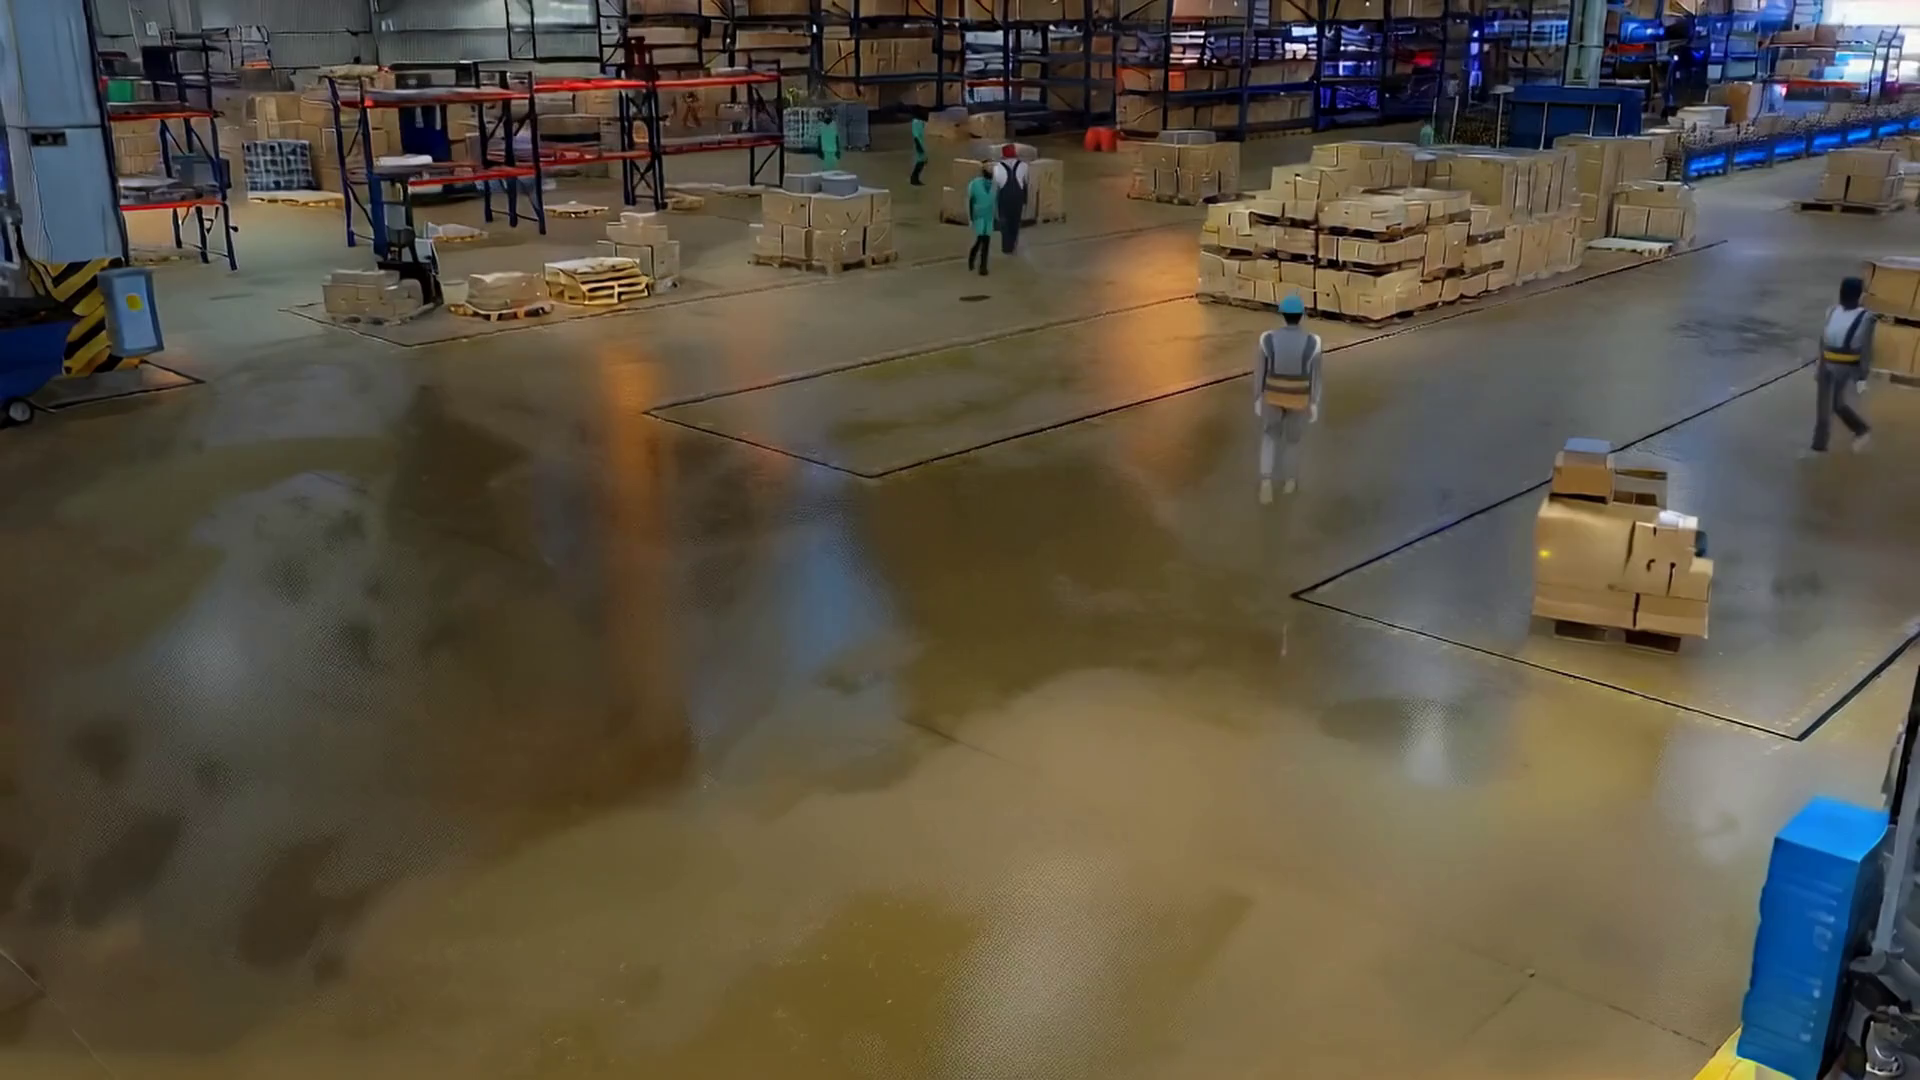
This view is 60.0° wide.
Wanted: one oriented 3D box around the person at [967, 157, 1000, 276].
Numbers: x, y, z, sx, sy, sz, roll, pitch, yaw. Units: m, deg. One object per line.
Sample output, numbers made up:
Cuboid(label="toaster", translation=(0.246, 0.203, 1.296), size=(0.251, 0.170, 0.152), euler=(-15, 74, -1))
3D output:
Cuboid(label="person", translation=(0.402, -5.292, 27.234), size=(0.577, 1.913, 0.454), euler=(-8, 20, -23))

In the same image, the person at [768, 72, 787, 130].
Cuboid(label="person", translation=(-6.050, -14.636, 55.439), size=(0.952, 1.888, 0.618), euler=(-13, 22, -33))

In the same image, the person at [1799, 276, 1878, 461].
Cuboid(label="person", translation=(8.769, -1.690, 16.461), size=(0.618, 1.866, 0.582), euler=(-4, 19, -12))

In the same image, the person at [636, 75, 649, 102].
Cuboid(label="person", translation=(-10.111, -13.800, 52.872), size=(0.636, 1.924, 0.634), euler=(5, 19, 15))

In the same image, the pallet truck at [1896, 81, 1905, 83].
Cuboid(label="pallet truck", translation=(34.802, -16.331, 61.455), size=(0.653, 1.274, 1.630), euler=(17, 25, 41))

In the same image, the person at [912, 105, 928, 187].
Cuboid(label="person", translation=(-0.968, -9.308, 39.318), size=(0.442, 1.924, 0.646), euler=(5, 19, 14))

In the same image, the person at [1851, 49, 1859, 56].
Cuboid(label="person", translation=(40.193, -21.155, 74.901), size=(0.609, 1.996, 0.383), euler=(-11, 21, -30))

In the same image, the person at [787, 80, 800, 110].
Cuboid(label="person", translation=(-5.502, -14.359, 54.984), size=(0.514, 1.640, 0.310), euler=(11, 21, 29))

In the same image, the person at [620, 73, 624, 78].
Cuboid(label="person", translation=(-10.592, -13.660, 52.322), size=(0.376, 1.995, 0.611), euler=(9, 20, 24))

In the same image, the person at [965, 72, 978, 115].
Cuboid(label="person", translation=(0.363, -15.768, 59.157), size=(0.569, 1.671, 0.546), euler=(-16, 24, -39))

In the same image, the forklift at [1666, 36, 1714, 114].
Cuboid(label="forklift", translation=(27.341, -17.291, 61.877), size=(1.129, 2.768, 1.873), euler=(17, 25, 41))

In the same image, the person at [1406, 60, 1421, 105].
Cuboid(label="person", translation=(17.583, -17.622, 64.449), size=(0.932, 1.863, 0.674), euler=(-16, 24, -39))

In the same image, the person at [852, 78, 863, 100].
Cuboid(label="person", translation=(-3.157, -13.220, 51.187), size=(0.445, 1.915, 0.607), euler=(4, 19, 12))

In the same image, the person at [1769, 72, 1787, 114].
Cuboid(label="person", translation=(25.557, -13.576, 51.988), size=(0.369, 2.048, 0.607), euler=(-7, 20, -21))

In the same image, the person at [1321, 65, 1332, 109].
Cuboid(label="person", translation=(13.835, -16.953, 62.603), size=(0.525, 1.769, 0.313), euler=(13, 22, 34))

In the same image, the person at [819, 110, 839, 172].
Cuboid(label="person", translation=(-2.983, -9.027, 38.624), size=(0.574, 1.826, 0.868), euler=(-11, 21, -29))

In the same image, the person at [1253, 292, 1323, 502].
Cuboid(label="person", translation=(2.974, -1.298, 15.203), size=(0.616, 1.920, 0.850), euler=(5, 19, 16))

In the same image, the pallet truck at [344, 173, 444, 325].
Cuboid(label="pallet truck", translation=(-8.209, -4.181, 23.757), size=(0.823, 1.965, 1.885), euler=(3, 19, 9))

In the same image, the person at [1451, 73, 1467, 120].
Cuboid(label="person", translation=(17.865, -15.952, 59.767), size=(0.543, 1.651, 0.807), euler=(-5, 19, -16))

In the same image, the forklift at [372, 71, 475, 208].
Cuboid(label="forklift", translation=(-11.726, -8.698, 35.987), size=(1.129, 2.768, 1.873), euler=(12, 22, 32))

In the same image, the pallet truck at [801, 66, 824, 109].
Cuboid(label="pallet truck", translation=(-4.812, -15.182, 56.903), size=(0.823, 1.965, 1.885), euler=(-9, 21, -26))

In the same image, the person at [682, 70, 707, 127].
Cuboid(label="person", translation=(-9.116, -14.995, 56.530), size=(1.012, 1.881, 0.565), euler=(11, 22, 31))

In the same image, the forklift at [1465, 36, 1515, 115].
Cuboid(label="forklift", translation=(19.973, -17.201, 61.605), size=(1.873, 2.768, 1.129), euler=(16, 24, 40))

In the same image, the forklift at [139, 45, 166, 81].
Cuboid(label="forklift", translation=(-25.287, -14.121, 52.325), size=(1.129, 2.768, 1.873), euler=(17, 25, 41))

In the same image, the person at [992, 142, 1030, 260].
Cuboid(label="person", translation=(0.834, -5.960, 29.050), size=(0.700, 2.000, 1.028), euler=(-4, 19, -11))

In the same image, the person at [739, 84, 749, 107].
Cuboid(label="person", translation=(-7.038, -14.065, 54.066), size=(0.864, 1.649, 0.542), euler=(2, 18, 5))

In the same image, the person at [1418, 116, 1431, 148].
Cuboid(label="person", translation=(11.258, -9.480, 40.353), size=(0.884, 1.594, 0.531), euler=(6, 19, 18))

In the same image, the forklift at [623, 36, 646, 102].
Cuboid(label="forklift", translation=(-12.182, -17.476, 62.434), size=(1.129, 2.768, 1.873), euler=(17, 25, 41))
